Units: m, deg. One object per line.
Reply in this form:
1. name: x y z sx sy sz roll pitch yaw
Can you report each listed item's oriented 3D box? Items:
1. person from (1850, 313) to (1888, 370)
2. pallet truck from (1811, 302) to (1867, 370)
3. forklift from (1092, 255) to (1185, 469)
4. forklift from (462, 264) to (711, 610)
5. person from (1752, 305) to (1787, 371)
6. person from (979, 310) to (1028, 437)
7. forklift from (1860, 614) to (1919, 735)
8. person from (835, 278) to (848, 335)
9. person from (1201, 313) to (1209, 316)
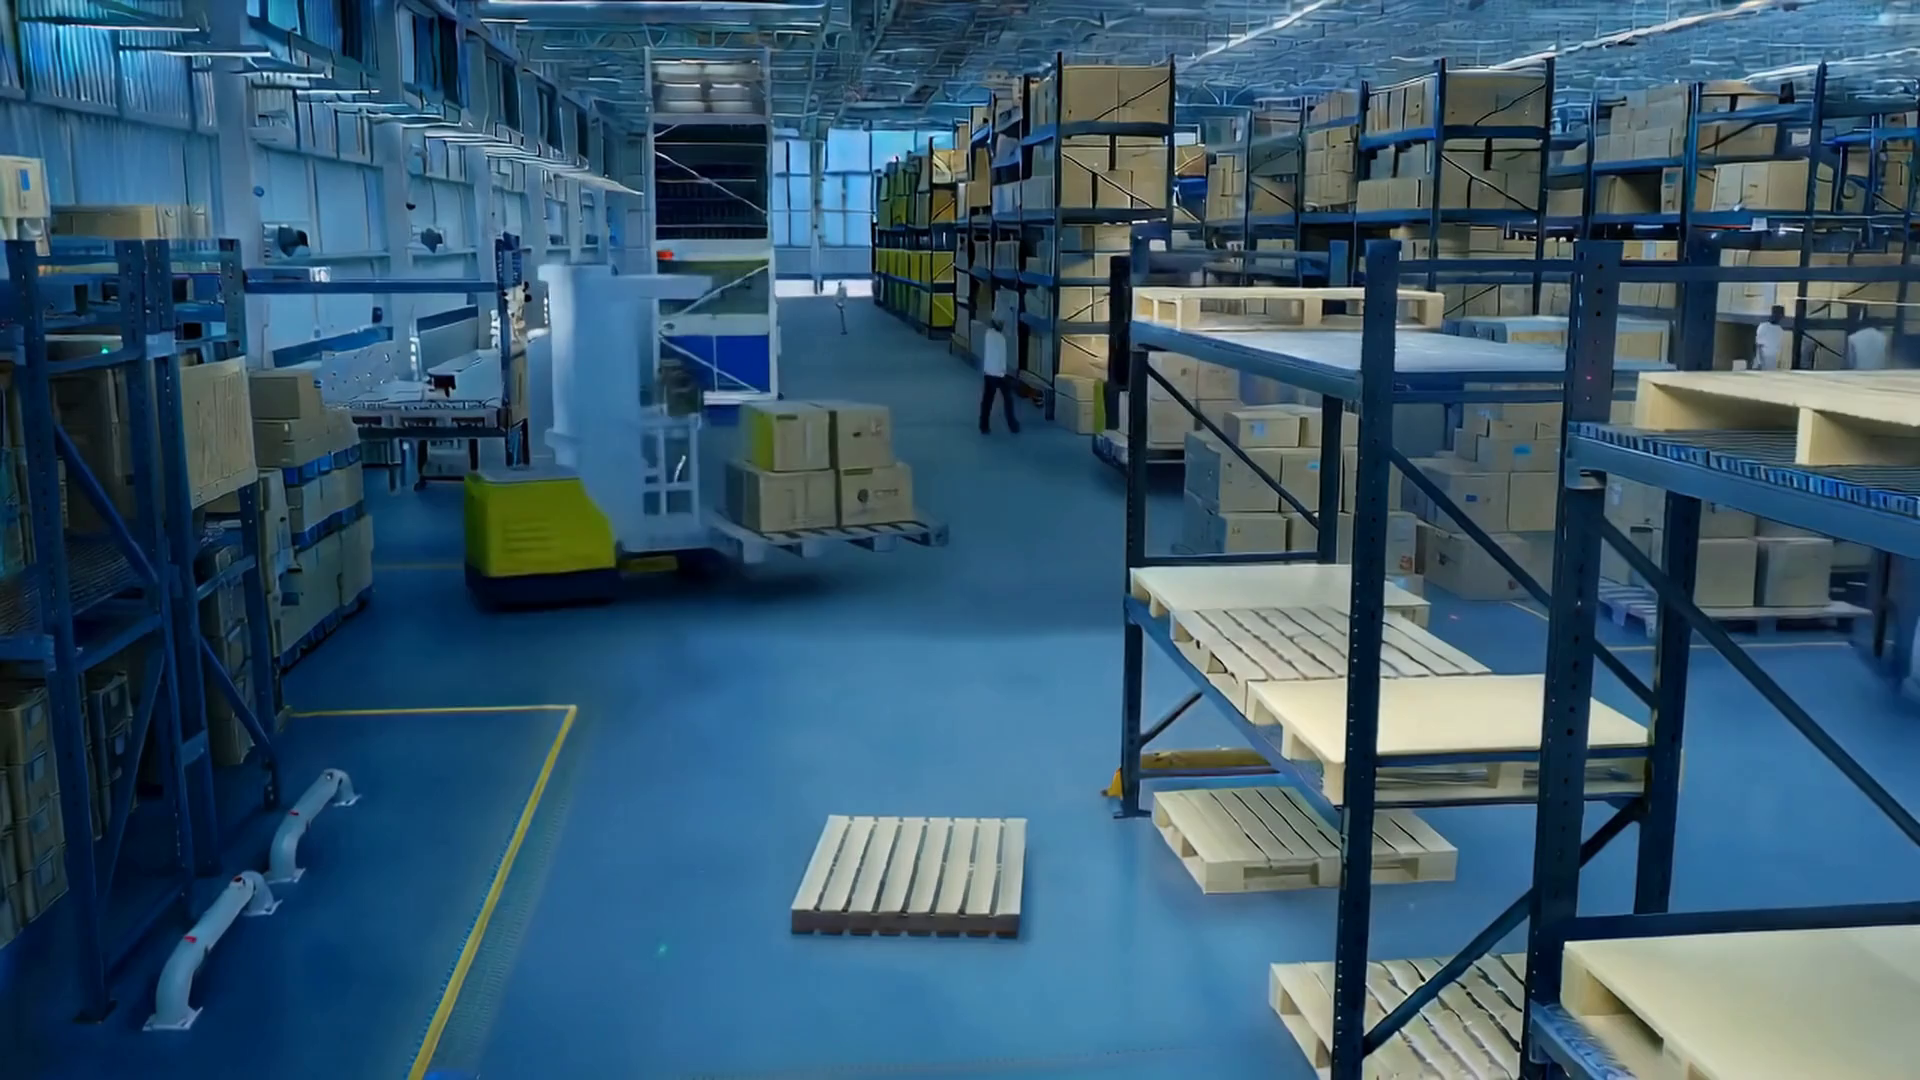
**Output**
1. person: 14.412 -2.663 26.454 1.011 1.893 0.647 -5 11 -26
2. pallet truck: 15.846 -3.142 28.793 1.885 1.965 0.823 2 10 12
3. forklift: 2.485 -2.470 22.618 1.129 2.768 1.873 -1 10 -6
4. forklift: -3.222 -0.933 14.101 1.873 2.768 1.129 -5 11 -26
5. person: 14.186 -3.150 29.110 0.639 1.896 1.022 -3 11 -15
6. person: 0.673 -2.542 25.575 0.869 1.964 0.621 5 11 26
7. forklift: 6.394 -0.184 9.951 1.129 2.768 1.873 2 11 13
8. person: -3.821 -7.523 53.537 0.429 1.836 0.632 -3 11 -15
9. person: 4.760 -3.628 32.509 0.533 1.623 0.398 0 10 1
